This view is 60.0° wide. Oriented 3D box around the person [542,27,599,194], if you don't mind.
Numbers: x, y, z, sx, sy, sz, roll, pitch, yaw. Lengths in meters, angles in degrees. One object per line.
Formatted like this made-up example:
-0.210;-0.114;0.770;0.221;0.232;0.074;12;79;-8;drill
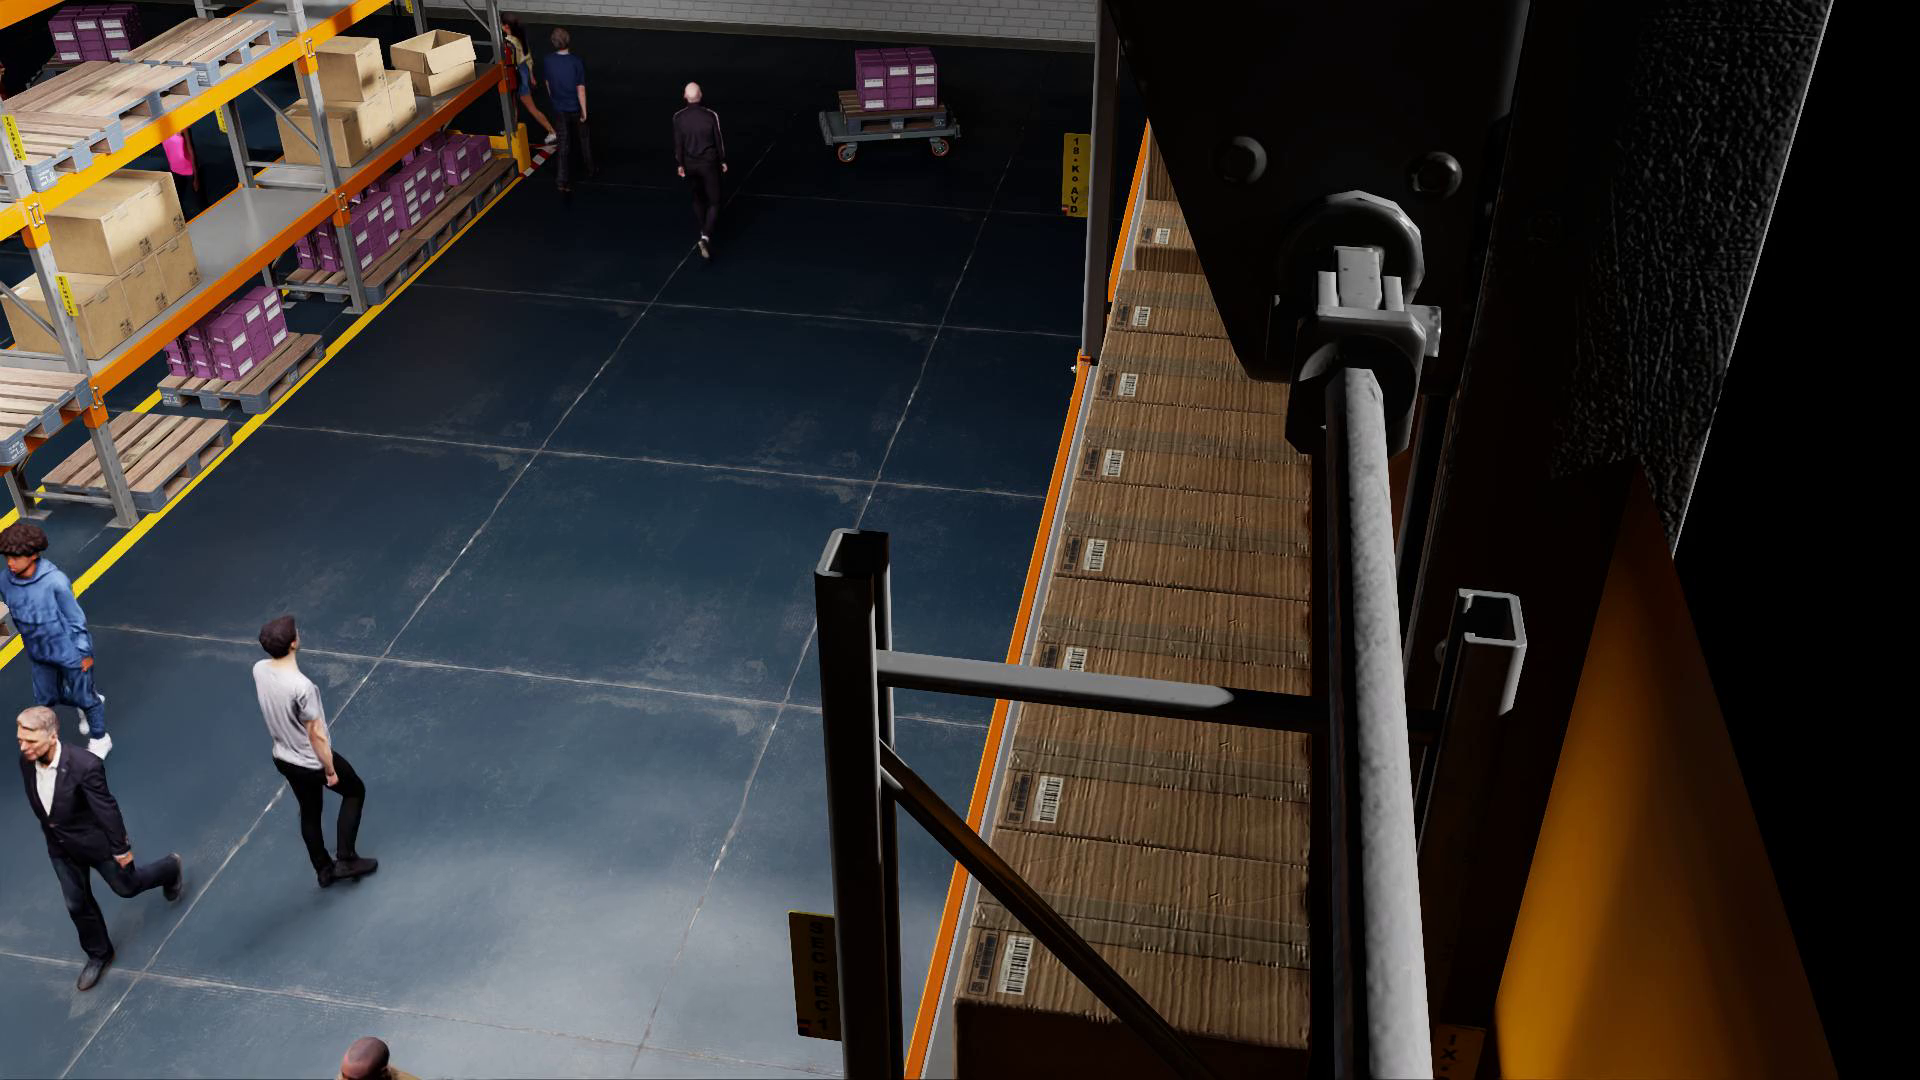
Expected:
-4.493;-4.851;18.961;0.818;1.819;1.228;-1;34;-1;person

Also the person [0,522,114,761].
-5.778;0.631;10.735;0.689;1.796;0.743;4;34;6;person

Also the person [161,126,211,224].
-8.137;-3.908;17.640;0.627;1.712;0.707;10;35;15;person

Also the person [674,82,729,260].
-2.716;-3.858;17.479;0.658;1.807;1.112;5;34;7;person

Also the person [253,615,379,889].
-3.873;1.308;9.666;0.770;1.851;0.748;19;38;26;person

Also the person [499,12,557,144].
-5.298;-5.585;20.274;0.790;1.589;1.104;10;35;15;person

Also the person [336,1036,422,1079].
-2.410;2.816;7.444;0.877;1.801;1.015;16;37;22;person

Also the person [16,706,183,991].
-4.822;1.600;9.282;0.696;1.792;1.079;7;34;10;person
